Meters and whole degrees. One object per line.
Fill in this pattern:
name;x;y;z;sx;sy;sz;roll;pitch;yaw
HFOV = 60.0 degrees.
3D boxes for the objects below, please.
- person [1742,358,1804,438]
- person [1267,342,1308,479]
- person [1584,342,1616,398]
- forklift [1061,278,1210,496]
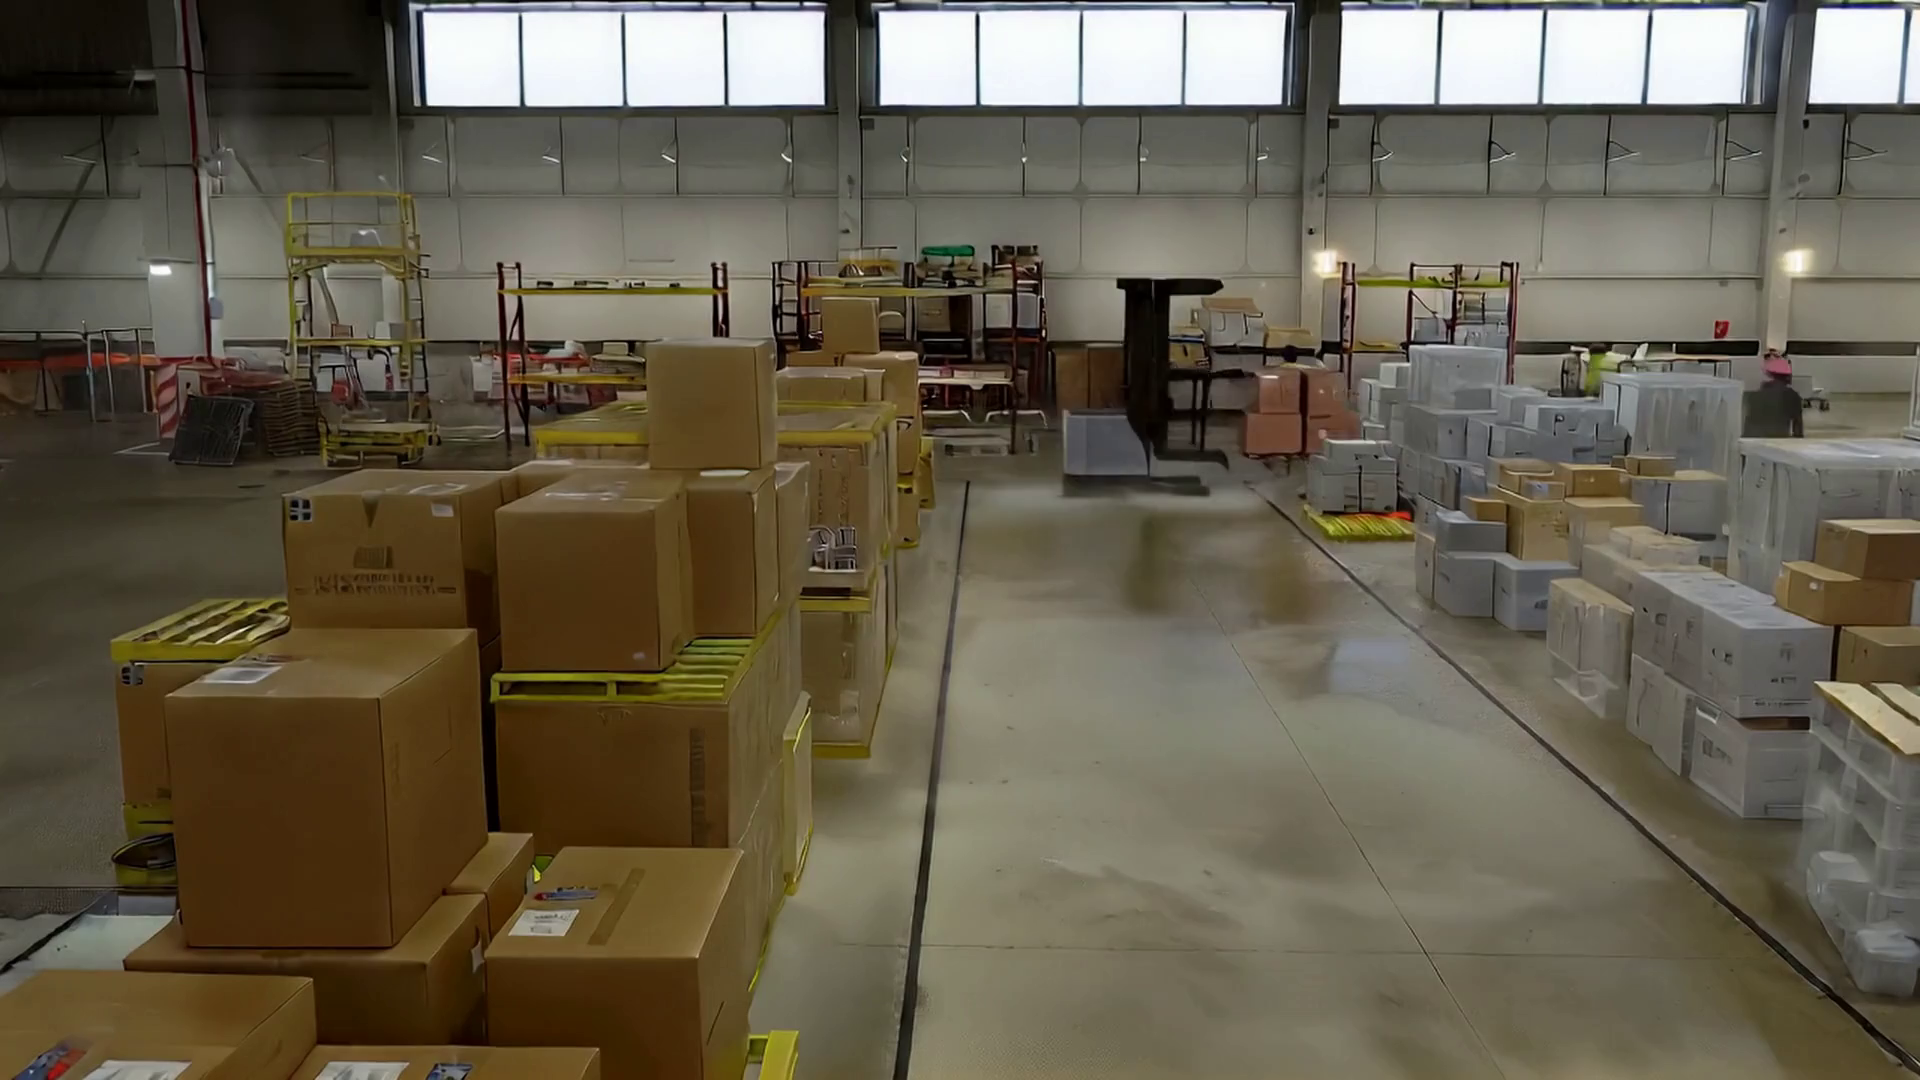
person;9.311;-1.082;18.901;0.647;1.942;0.990;-2;10;-11
person;4.596;-1.813;23.344;0.655;1.926;0.436;3;10;17
person;8.983;-1.848;23.572;0.581;1.914;0.551;-4;10;-24
forklift;2.281;-2.009;21.670;1.873;2.768;1.129;0;9;1
